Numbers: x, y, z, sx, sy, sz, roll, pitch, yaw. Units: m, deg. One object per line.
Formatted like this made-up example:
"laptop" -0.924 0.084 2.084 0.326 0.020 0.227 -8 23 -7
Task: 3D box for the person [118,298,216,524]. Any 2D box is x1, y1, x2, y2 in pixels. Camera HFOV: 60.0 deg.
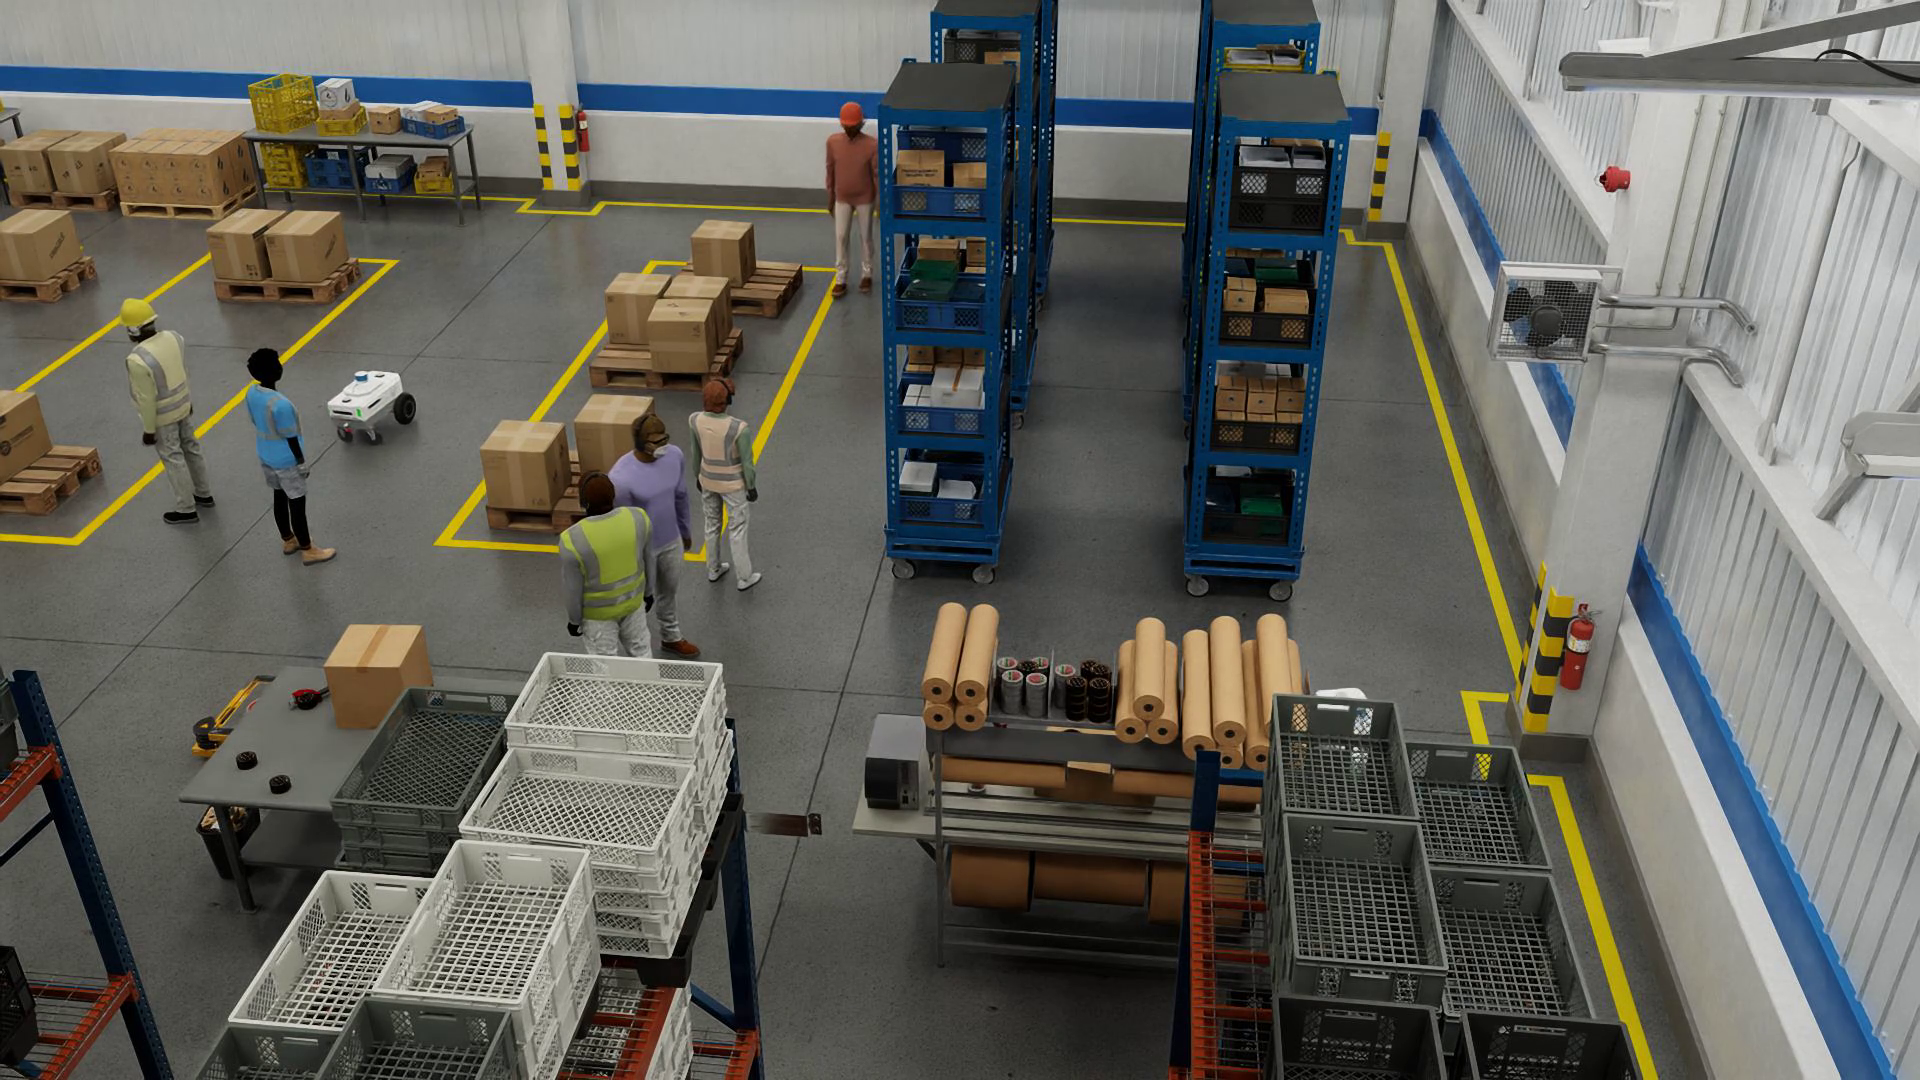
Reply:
"person" -6.137 -0.998 12.823 0.404 1.828 0.600 4 30 7

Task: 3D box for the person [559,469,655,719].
"person" -2.194 0.391 10.425 0.629 1.843 0.429 -23 37 -34

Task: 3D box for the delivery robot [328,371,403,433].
"delivery robot" -5.136 -1.220 14.372 0.477 0.478 0.707 8 31 13

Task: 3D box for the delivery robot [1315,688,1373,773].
"delivery robot" 2.414 1.199 10.217 0.477 0.478 0.707 -3 30 -5

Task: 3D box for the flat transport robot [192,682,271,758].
"flat transport robot" -4.089 1.163 10.648 1.431 0.197 0.652 3 30 6

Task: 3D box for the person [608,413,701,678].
"person" -2.019 0.028 10.976 0.386 1.928 0.641 23 37 34

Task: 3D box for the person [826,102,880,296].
"person" -1.084 -3.451 16.897 0.617 1.996 0.518 6 31 10

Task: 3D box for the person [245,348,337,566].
"person" -5.001 -0.620 12.300 0.531 1.697 0.322 24 38 35

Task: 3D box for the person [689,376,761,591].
"person" -1.702 -0.403 11.998 0.518 1.633 0.311 15 33 23
